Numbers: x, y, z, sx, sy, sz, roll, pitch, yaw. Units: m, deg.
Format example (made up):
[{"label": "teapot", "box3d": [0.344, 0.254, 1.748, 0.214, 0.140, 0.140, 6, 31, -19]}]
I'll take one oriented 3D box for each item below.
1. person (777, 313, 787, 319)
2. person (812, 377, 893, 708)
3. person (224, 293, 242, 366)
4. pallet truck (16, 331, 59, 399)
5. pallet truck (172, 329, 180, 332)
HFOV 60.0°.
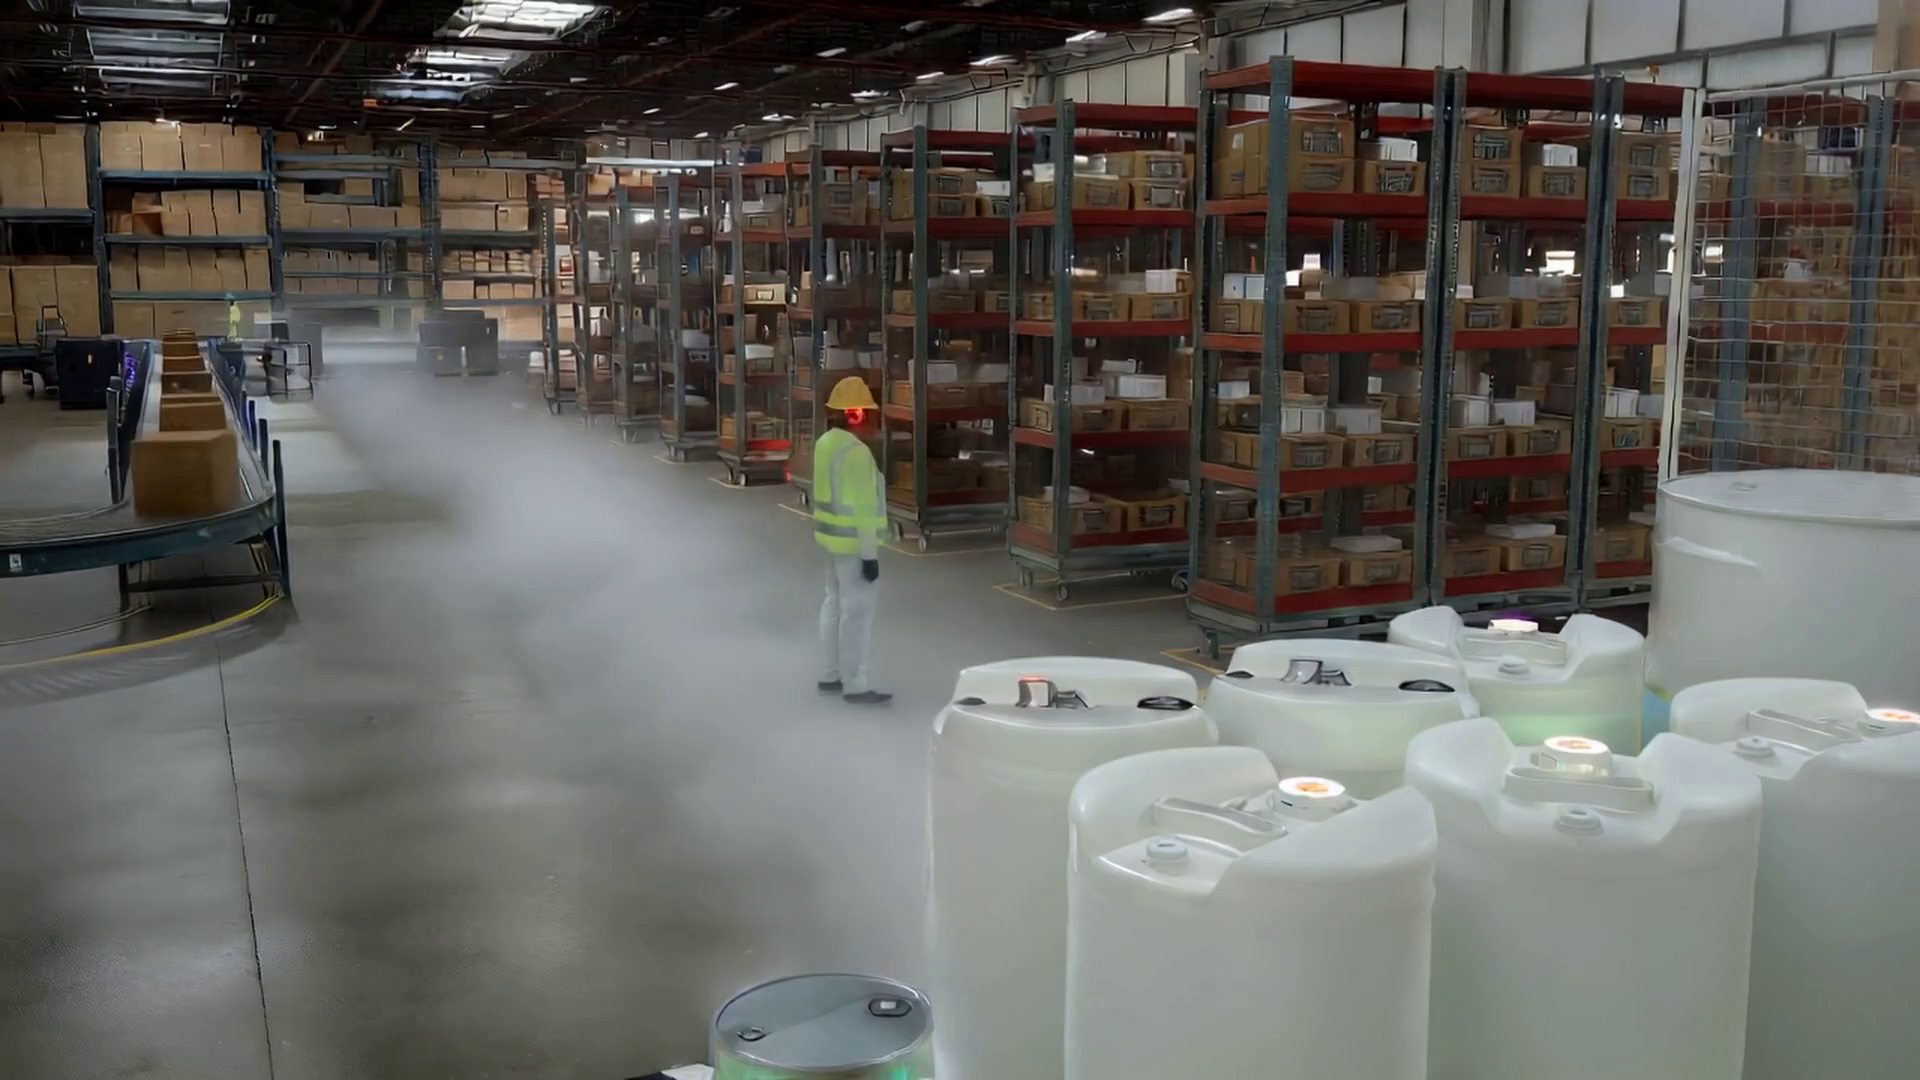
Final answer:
[{"label": "person", "box3d": [-4.974, -6.008, 46.239, 0.602, 1.950, 0.380, 4, 10, 26]}, {"label": "person", "box3d": [-0.603, 0.015, 9.239, 0.403, 1.832, 0.602, -4, 10, -25]}, {"label": "person", "box3d": [-18.173, -5.252, 41.739, 0.970, 1.896, 0.556, -4, 10, -26]}, {"label": "pallet truck", "box3d": [-17.082, -3.353, 31.781, 1.630, 1.274, 0.653, -4, 10, -25]}, {"label": "pallet truck", "box3d": [-17.275, -3.851, 35.096, 1.601, 1.201, 0.680, 0, 9, 1]}]
